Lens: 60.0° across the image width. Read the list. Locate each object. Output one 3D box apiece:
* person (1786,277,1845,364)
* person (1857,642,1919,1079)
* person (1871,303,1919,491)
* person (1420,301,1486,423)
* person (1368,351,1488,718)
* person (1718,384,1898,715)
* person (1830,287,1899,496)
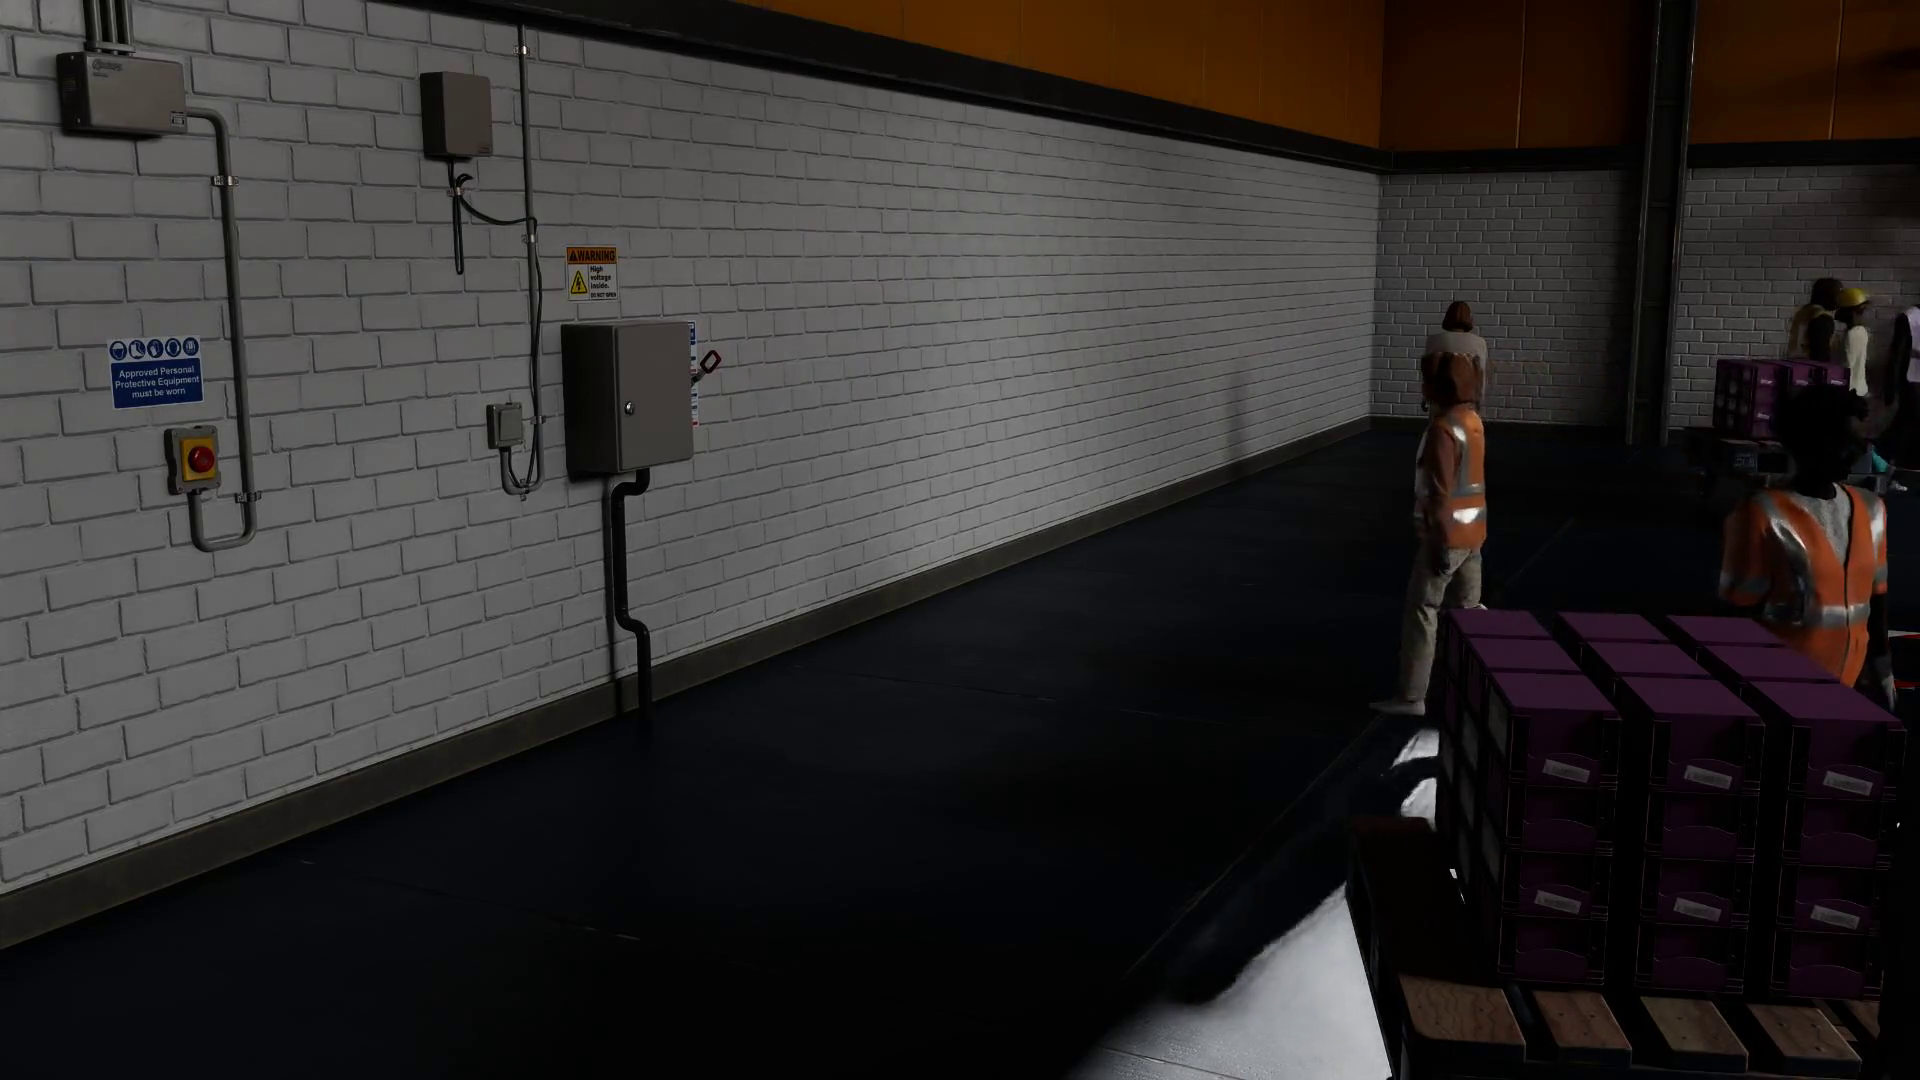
[{"bbox_3d":[7.340,-1.359,14.405,0.502,1.815,0.692,2,10,13],"label":"person"},{"bbox_3d":[1.349,0.695,2.022,0.507,1.977,0.630,-1,10,-4],"label":"person"},{"bbox_3d":[8.055,-1.285,13.816,0.625,1.854,0.996,-4,11,-24],"label":"person"},{"bbox_3d":[4.112,-1.175,13.885,0.511,1.623,0.288,2,10,9],"label":"person"},{"bbox_3d":[2.179,0.001,7.119,0.707,1.616,0.526,6,12,33],"label":"person"},{"bbox_3d":[2.398,0.381,4.828,0.538,1.681,0.774,-4,11,-21],"label":"person"},{"bbox_3d":[7.342,-1.192,13.624,0.630,1.745,0.534,7,12,35],"label":"person"}]
